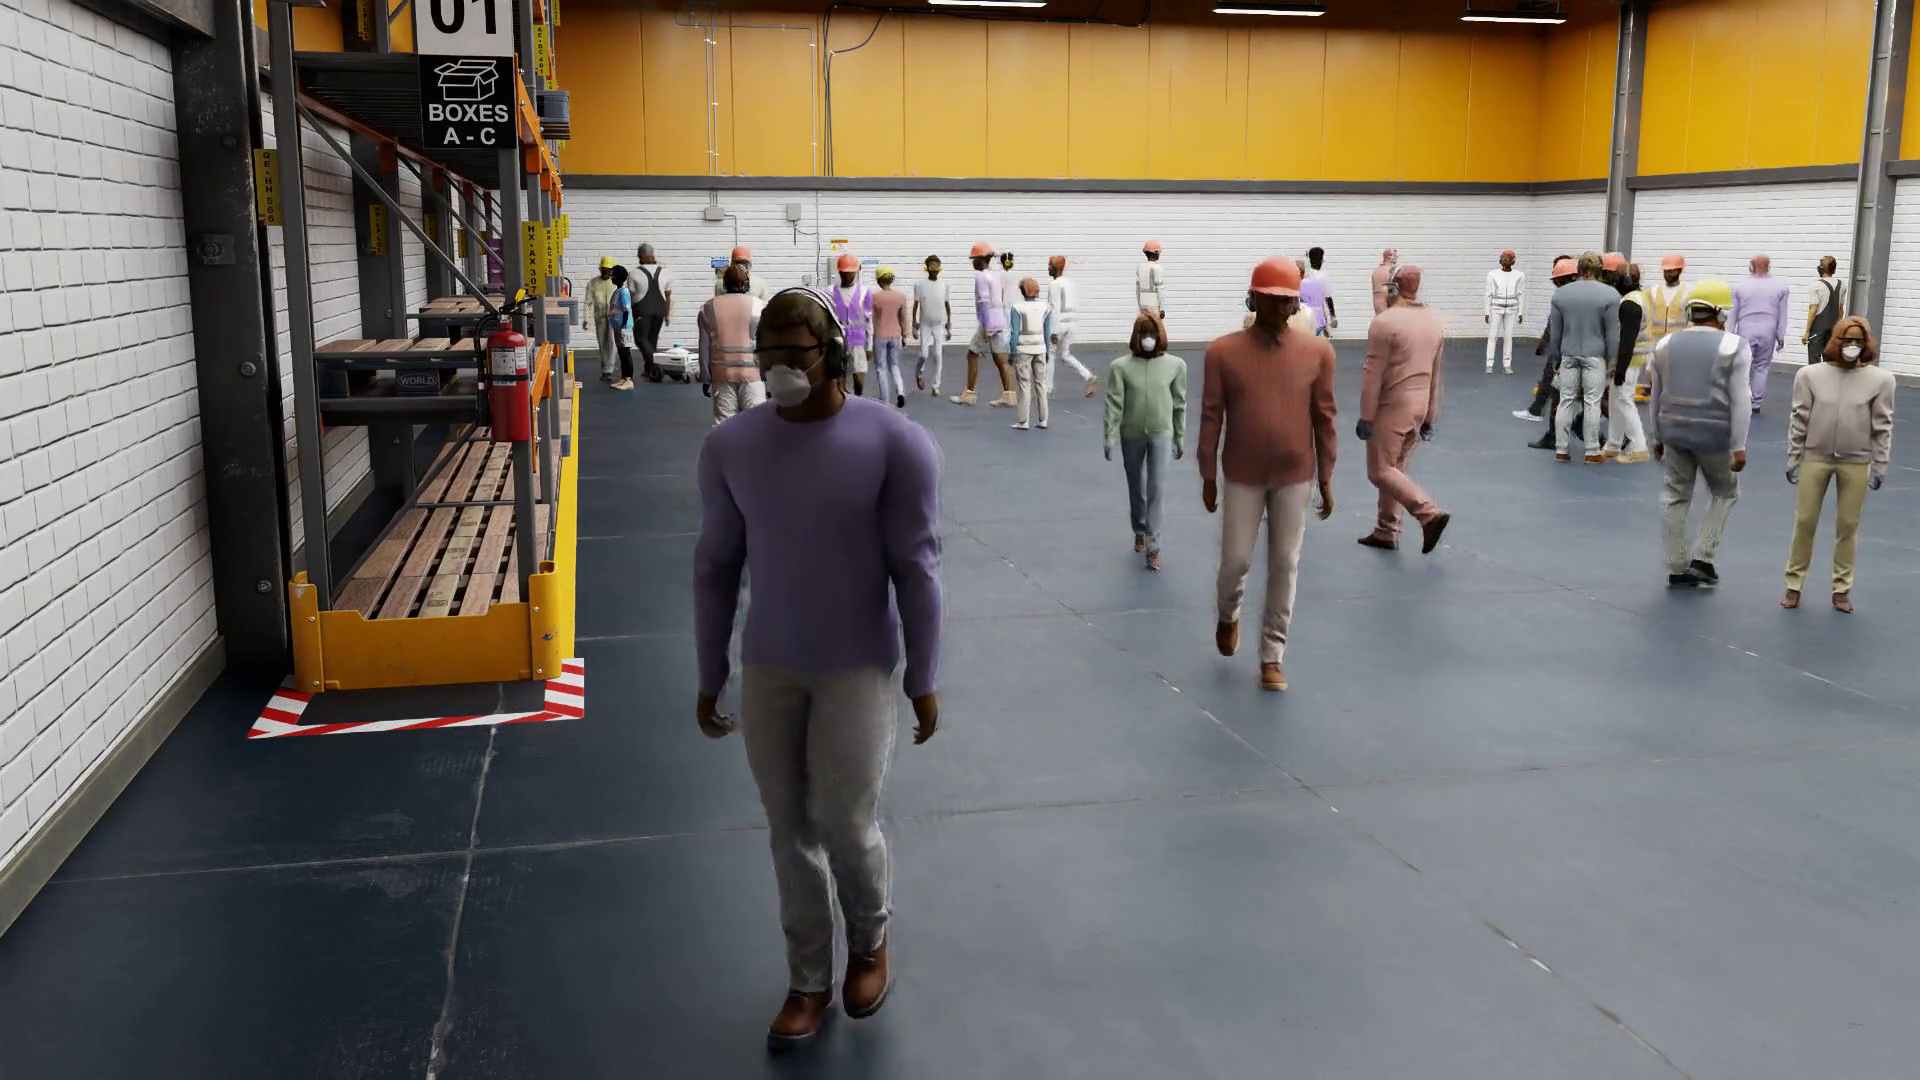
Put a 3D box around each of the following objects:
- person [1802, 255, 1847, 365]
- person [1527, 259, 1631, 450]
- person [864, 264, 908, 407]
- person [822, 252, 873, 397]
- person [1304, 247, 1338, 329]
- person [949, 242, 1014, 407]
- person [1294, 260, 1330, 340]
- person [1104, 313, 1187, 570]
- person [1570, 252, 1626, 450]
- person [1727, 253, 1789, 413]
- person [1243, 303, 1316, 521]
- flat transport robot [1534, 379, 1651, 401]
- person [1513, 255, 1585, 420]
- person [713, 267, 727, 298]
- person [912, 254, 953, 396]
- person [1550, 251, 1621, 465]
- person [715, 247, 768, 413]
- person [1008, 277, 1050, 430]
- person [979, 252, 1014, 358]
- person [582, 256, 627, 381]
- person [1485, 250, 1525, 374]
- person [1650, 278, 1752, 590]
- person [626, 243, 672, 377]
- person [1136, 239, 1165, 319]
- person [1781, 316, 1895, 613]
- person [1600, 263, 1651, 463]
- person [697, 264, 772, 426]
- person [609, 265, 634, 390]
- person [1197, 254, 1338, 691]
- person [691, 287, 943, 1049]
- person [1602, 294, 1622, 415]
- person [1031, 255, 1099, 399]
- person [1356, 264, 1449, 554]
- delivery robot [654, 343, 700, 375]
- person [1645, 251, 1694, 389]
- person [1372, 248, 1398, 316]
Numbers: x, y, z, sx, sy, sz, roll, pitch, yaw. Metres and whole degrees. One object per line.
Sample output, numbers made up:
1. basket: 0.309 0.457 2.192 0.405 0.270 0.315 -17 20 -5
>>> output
1. person: 10.658 -2.583 20.559 0.513 1.845 0.335 -3 11 -15
2. person: 6.044 -1.759 15.977 0.973 1.875 0.558 8 13 38
3. person: -0.894 -2.417 19.927 0.523 1.744 0.371 -5 11 -26
4. person: -1.195 -2.106 17.728 0.543 1.914 0.582 -1 10 -3
5. person: 5.195 -3.259 24.071 0.965 1.918 0.645 -6 12 -29
6. person: 0.250 -2.609 20.261 0.918 1.999 0.666 4 11 22
7. person: 4.338 -2.652 21.110 0.920 1.779 0.652 7 13 36
8. person: 1.178 -0.647 10.566 0.511 1.588 0.881 1 10 7
9. person: 6.204 -1.818 16.102 0.455 1.920 0.555 6 12 31
10. person: 9.334 -2.410 19.489 0.652 1.891 0.597 4 11 19
11. person: 2.274 -1.077 12.029 0.629 1.907 0.461 -5 11 -24
12. flat transport robot: 8.108 -1.922 21.257 0.652 0.197 1.431 -5 11 -24
13. person: 6.733 -2.221 18.513 0.995 1.873 0.594 7 12 33
14. person: -3.756 -3.463 26.075 0.517 1.609 0.728 9 14 41
15. person: -0.372 -2.824 21.877 0.538 1.858 0.539 -2 10 -12
16. person: 5.666 -1.645 15.104 0.630 1.940 0.371 9 13 40
17. person: -2.510 -2.353 18.992 0.625 1.940 0.995 -3 11 -18
18. person: 0.753 -2.002 17.918 0.522 1.636 0.310 -6 12 -31
19. person: 0.685 -4.039 28.681 0.892 1.839 0.521 -1 10 -4
20. person: -5.110 -3.190 24.030 0.644 1.794 0.730 0 10 -1
21. person: 8.299 -3.470 25.372 0.576 1.883 0.362 1 10 8
22. person: 4.306 -0.606 9.673 0.463 1.815 0.623 -9 14 -41
23. person: -4.558 -3.368 24.368 0.693 2.000 0.895 -8 13 -36
24. person: 2.985 -3.646 25.891 0.370 2.048 0.607 -7 12 -33
25. person: 4.816 -0.412 9.142 0.501 1.633 0.284 5 11 27
26. person: 6.122 -1.601 15.240 0.624 1.837 0.651 5 11 24
27. person: -1.800 -1.311 13.522 0.626 1.843 0.430 0 10 2
28. person: -4.620 -2.891 22.682 0.318 1.696 0.535 -5 11 -24
29. person: 1.406 -0.321 7.666 0.622 1.973 0.583 1 10 3
30. person: -0.376 0.337 4.163 0.648 1.920 0.441 3 11 17
31. person: 7.629 -2.277 19.178 0.525 1.727 0.820 -6 12 -32
32. person: 1.344 -2.703 21.223 0.799 1.861 0.585 5 11 25
33. person: 2.874 -0.828 10.724 0.646 1.885 0.730 -8 13 -39
34. delivery robot: -4.042 -2.570 23.806 0.707 0.478 0.477 7 12 33
35. person: 7.599 -2.120 17.786 0.550 1.920 0.591 8 13 39
36. person: 6.839 -3.698 26.572 0.403 1.904 0.651 -3 11 -14
